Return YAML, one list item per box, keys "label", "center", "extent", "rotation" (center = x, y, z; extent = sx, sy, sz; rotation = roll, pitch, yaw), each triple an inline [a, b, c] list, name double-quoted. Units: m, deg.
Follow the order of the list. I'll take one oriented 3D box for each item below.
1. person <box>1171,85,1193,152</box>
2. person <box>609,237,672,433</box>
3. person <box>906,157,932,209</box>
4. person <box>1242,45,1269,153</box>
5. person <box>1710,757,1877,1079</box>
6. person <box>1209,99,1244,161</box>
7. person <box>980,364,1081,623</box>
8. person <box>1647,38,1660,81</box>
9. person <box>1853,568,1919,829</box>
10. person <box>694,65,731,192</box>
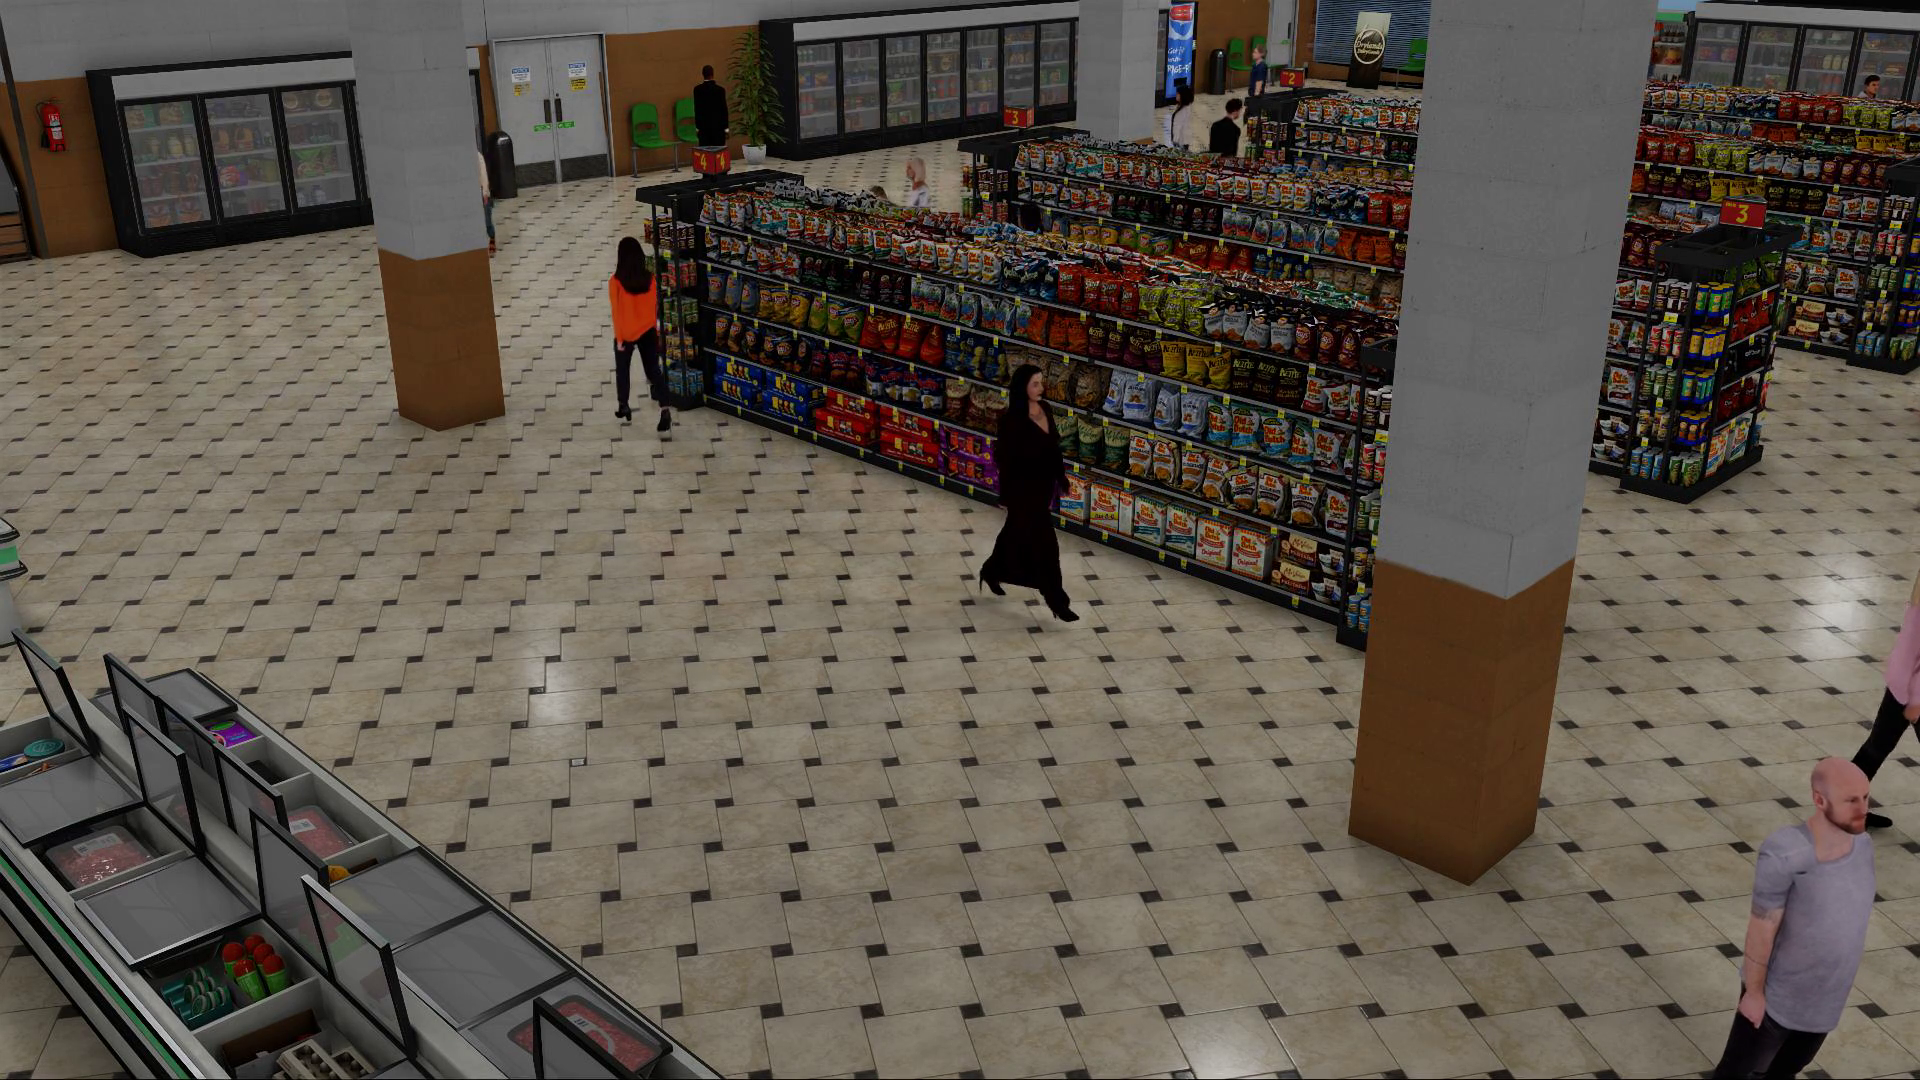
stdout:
- label: "person"
  center: [3.503, -6.214, 25.803]
  extent: [0.867, 1.626, 0.807]
  rotation: [-2, 22, -4]
- label: "person"
  center: [-2.780, -1.754, 14.600]
  extent: [0.730, 1.703, 1.144]
  rotation: [-16, 27, -34]
- label: "person"
  center: [-0.334, -3.418, 18.728]
  extent: [0.840, 1.712, 0.993]
  rotation: [-12, 25, -27]
- label: "person"
  center: [5.313, -7.779, 29.386]
  extent: [0.923, 1.857, 0.863]
  rotation: [-1, 22, -2]
- label: "person"
  center: [3.036, 1.605, 6.060]
  extent: [0.740, 1.838, 0.713]
  rotation: [-10, 24, -23]
- label: "person"
  center: [3.457, -4.956, 22.406]
  extent: [0.899, 1.824, 1.168]
  rotation: [-19, 28, -39]
- label: "person"
  center: [0.372, -0.303, 11.031]
  extent: [1.149, 1.670, 0.844]
  rotation: [12, 25, 28]
- label: "person"
  center: [13.491, -8.947, 32.516]
  extent: [0.632, 1.691, 0.610]
  rotation: [-19, 29, -40]
- label: "person"
  center: [4.752, 0.743, 8.437]
  extent: [1.044, 1.664, 0.882]
  rotation: [7, 23, 16]
- label: "person"
  center: [-3.885, -6.445, 26.003]
  extent: [0.779, 1.905, 0.842]
  rotation: [0, 22, 1]
